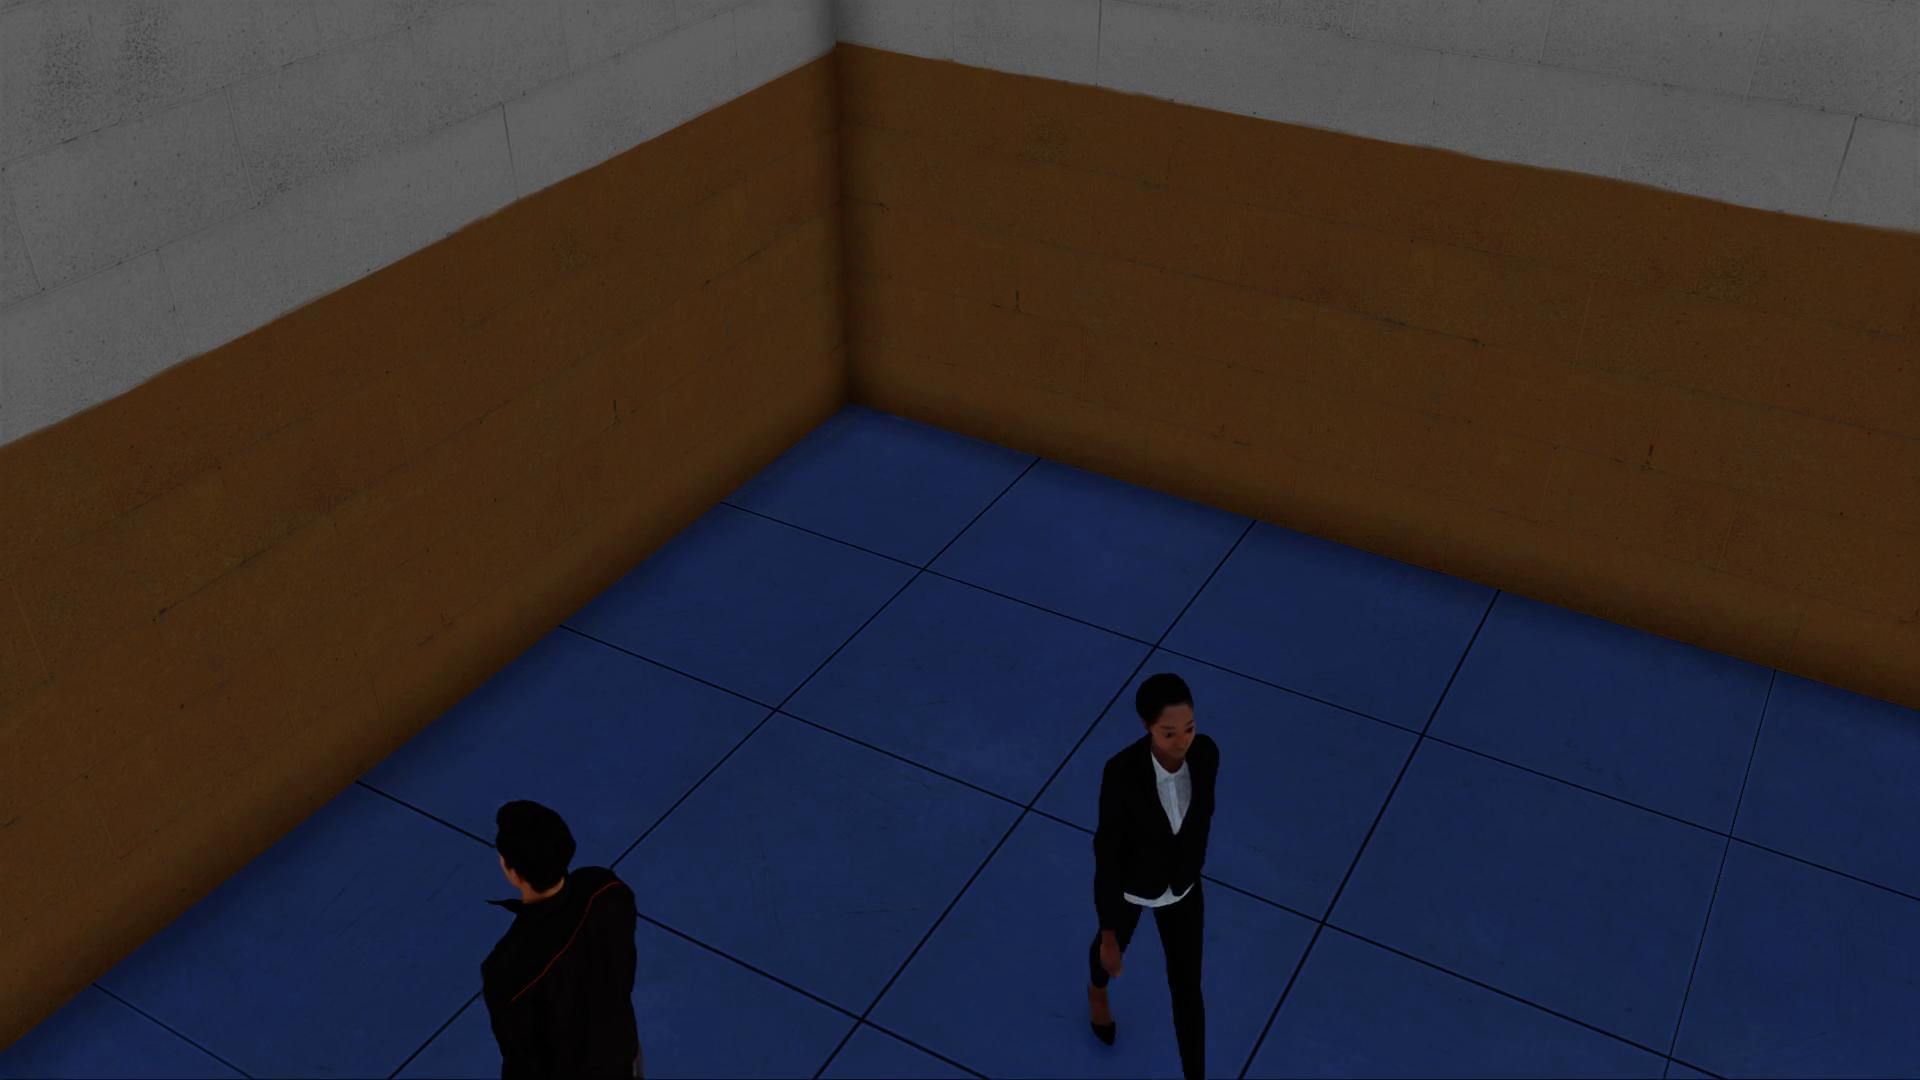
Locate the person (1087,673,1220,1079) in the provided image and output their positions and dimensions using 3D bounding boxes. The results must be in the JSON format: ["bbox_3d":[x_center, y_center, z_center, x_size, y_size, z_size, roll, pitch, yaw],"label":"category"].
[{"bbox_3d":[0.590,1.144,5.613,1.071,1.797,1.115,-10,35,-14],"label":"person"}]

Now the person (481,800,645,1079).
[{"bbox_3d":[-1.122,1.522,4.911,0.757,1.946,0.521,16,37,23],"label":"person"}]
